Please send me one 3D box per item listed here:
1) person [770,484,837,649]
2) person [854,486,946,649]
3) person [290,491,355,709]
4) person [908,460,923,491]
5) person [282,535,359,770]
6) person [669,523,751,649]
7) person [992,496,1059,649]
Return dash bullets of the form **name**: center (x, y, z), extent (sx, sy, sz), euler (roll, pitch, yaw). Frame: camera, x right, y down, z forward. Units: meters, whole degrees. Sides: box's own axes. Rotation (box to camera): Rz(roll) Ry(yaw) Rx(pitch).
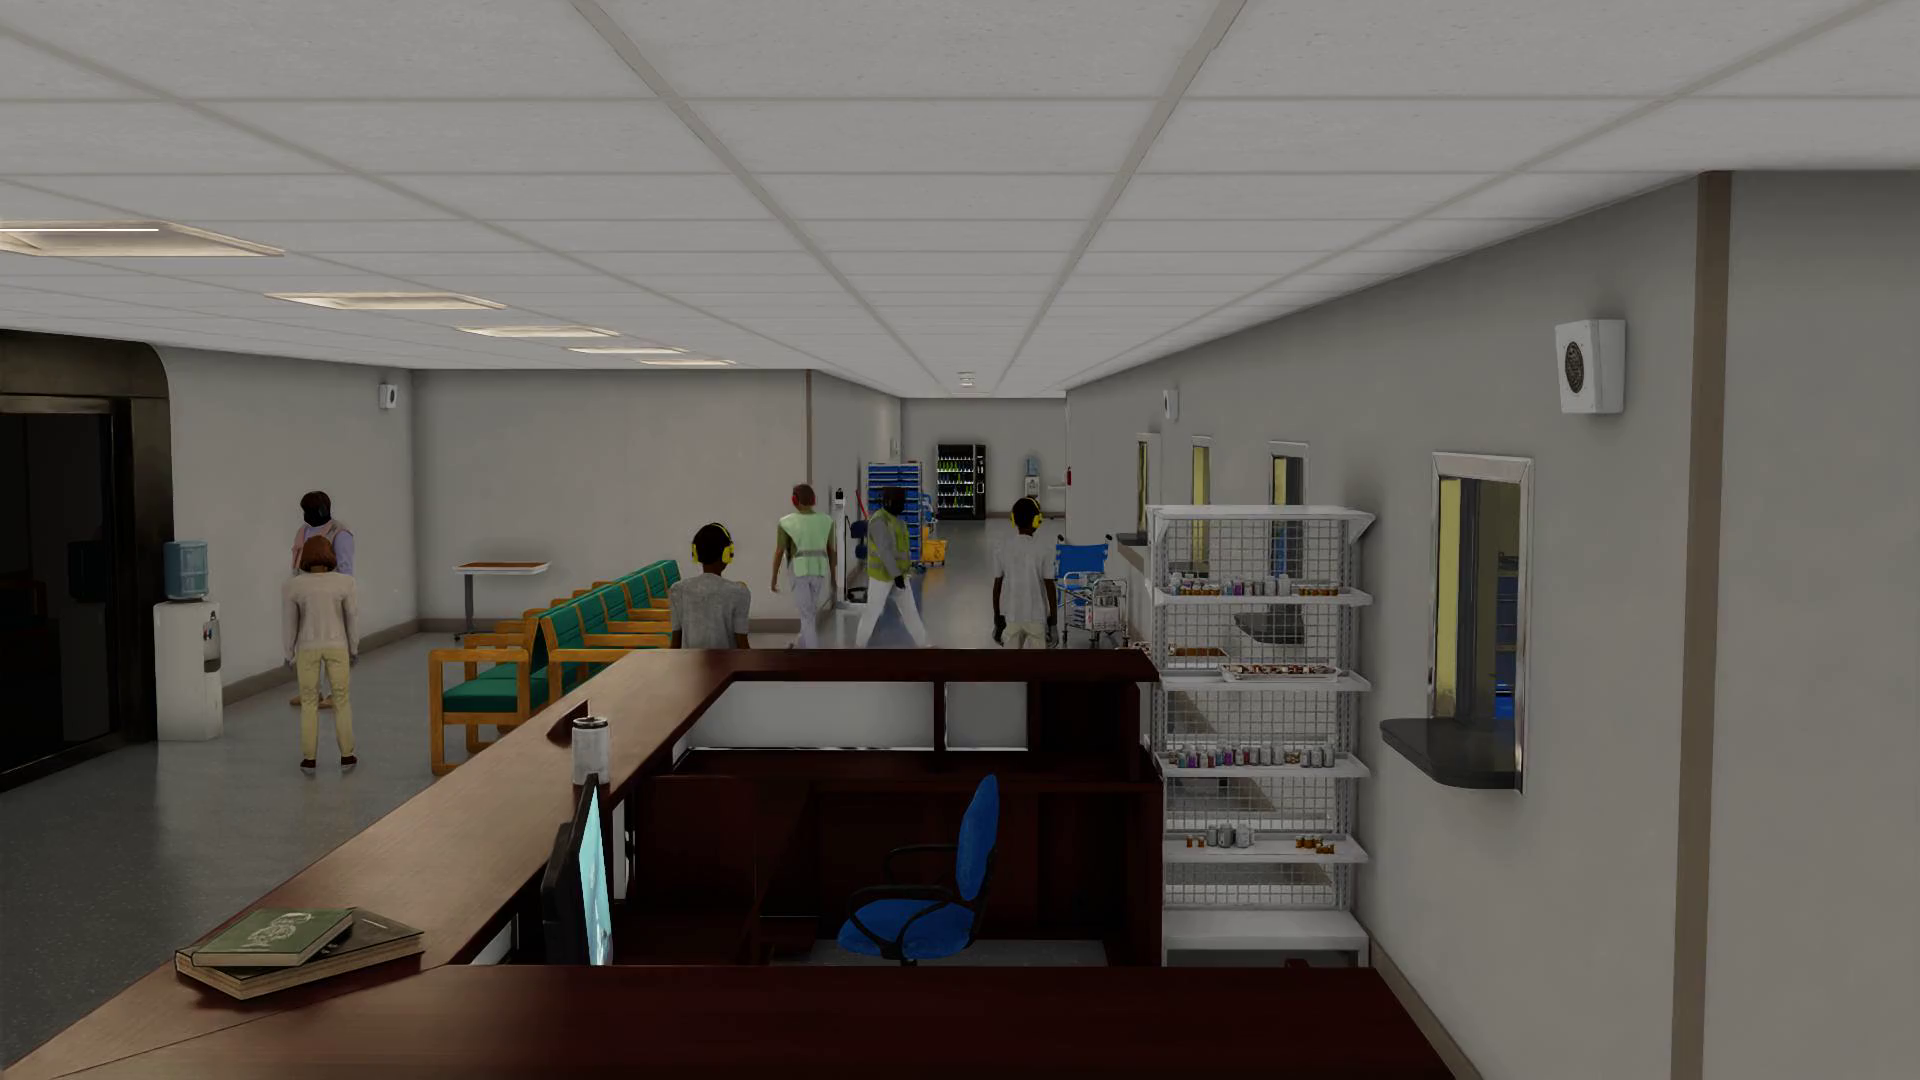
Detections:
- **person**: center (-1.568, 0.358, 16.264), extent (0.581, 1.797, 0.953), euler (-3, 5, -32)
- **person**: center (-0.650, 0.354, 16.587), extent (0.960, 1.776, 0.607), euler (2, 5, 25)
- **person**: center (-5.412, 0.503, 14.058), extent (0.621, 1.838, 0.429), euler (2, 5, 29)
- **person**: center (-0.936, -0.809, 33.830), extent (0.313, 1.637, 0.513), euler (-3, 5, -33)
- **person**: center (-4.435, 0.780, 11.555), extent (0.498, 1.633, 0.284), euler (-1, 4, -20)
- **person**: center (-1.383, 0.837, 9.243), extent (0.506, 1.861, 0.329), euler (1, 4, 16)
- **person**: center (0.485, 0.612, 12.253), extent (0.520, 1.873, 0.333), euler (2, 4, 24)
